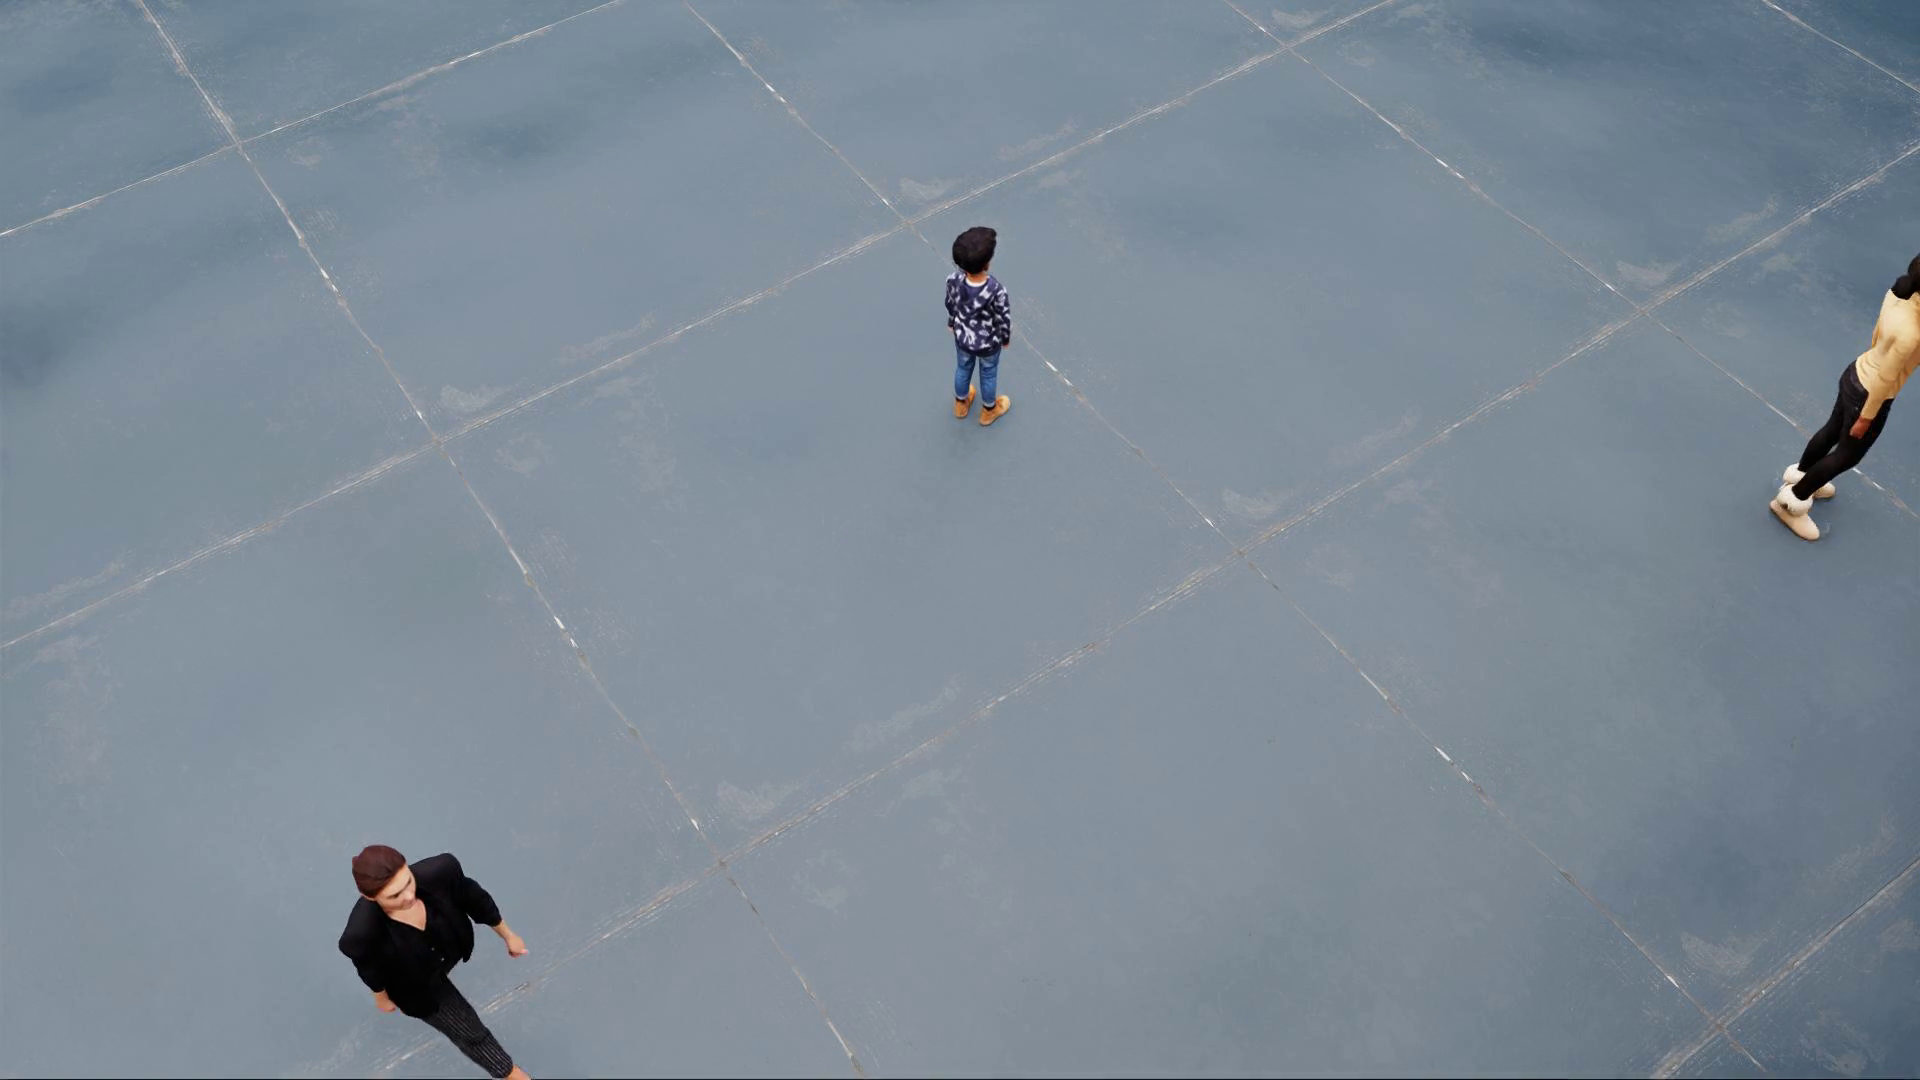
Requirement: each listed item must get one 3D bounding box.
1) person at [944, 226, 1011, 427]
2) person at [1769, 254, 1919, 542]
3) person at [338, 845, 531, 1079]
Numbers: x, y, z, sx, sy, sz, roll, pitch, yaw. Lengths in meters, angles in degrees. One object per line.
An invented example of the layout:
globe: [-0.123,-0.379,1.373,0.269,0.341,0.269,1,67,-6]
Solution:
person: [0.088,-1.081,8.458,0.540,1.250,0.632,20,55,15]
person: [4.297,-0.703,7.912,0.797,1.652,0.758,16,54,12]
person: [-2.030,1.511,6.192,1.239,1.660,0.908,31,58,22]
